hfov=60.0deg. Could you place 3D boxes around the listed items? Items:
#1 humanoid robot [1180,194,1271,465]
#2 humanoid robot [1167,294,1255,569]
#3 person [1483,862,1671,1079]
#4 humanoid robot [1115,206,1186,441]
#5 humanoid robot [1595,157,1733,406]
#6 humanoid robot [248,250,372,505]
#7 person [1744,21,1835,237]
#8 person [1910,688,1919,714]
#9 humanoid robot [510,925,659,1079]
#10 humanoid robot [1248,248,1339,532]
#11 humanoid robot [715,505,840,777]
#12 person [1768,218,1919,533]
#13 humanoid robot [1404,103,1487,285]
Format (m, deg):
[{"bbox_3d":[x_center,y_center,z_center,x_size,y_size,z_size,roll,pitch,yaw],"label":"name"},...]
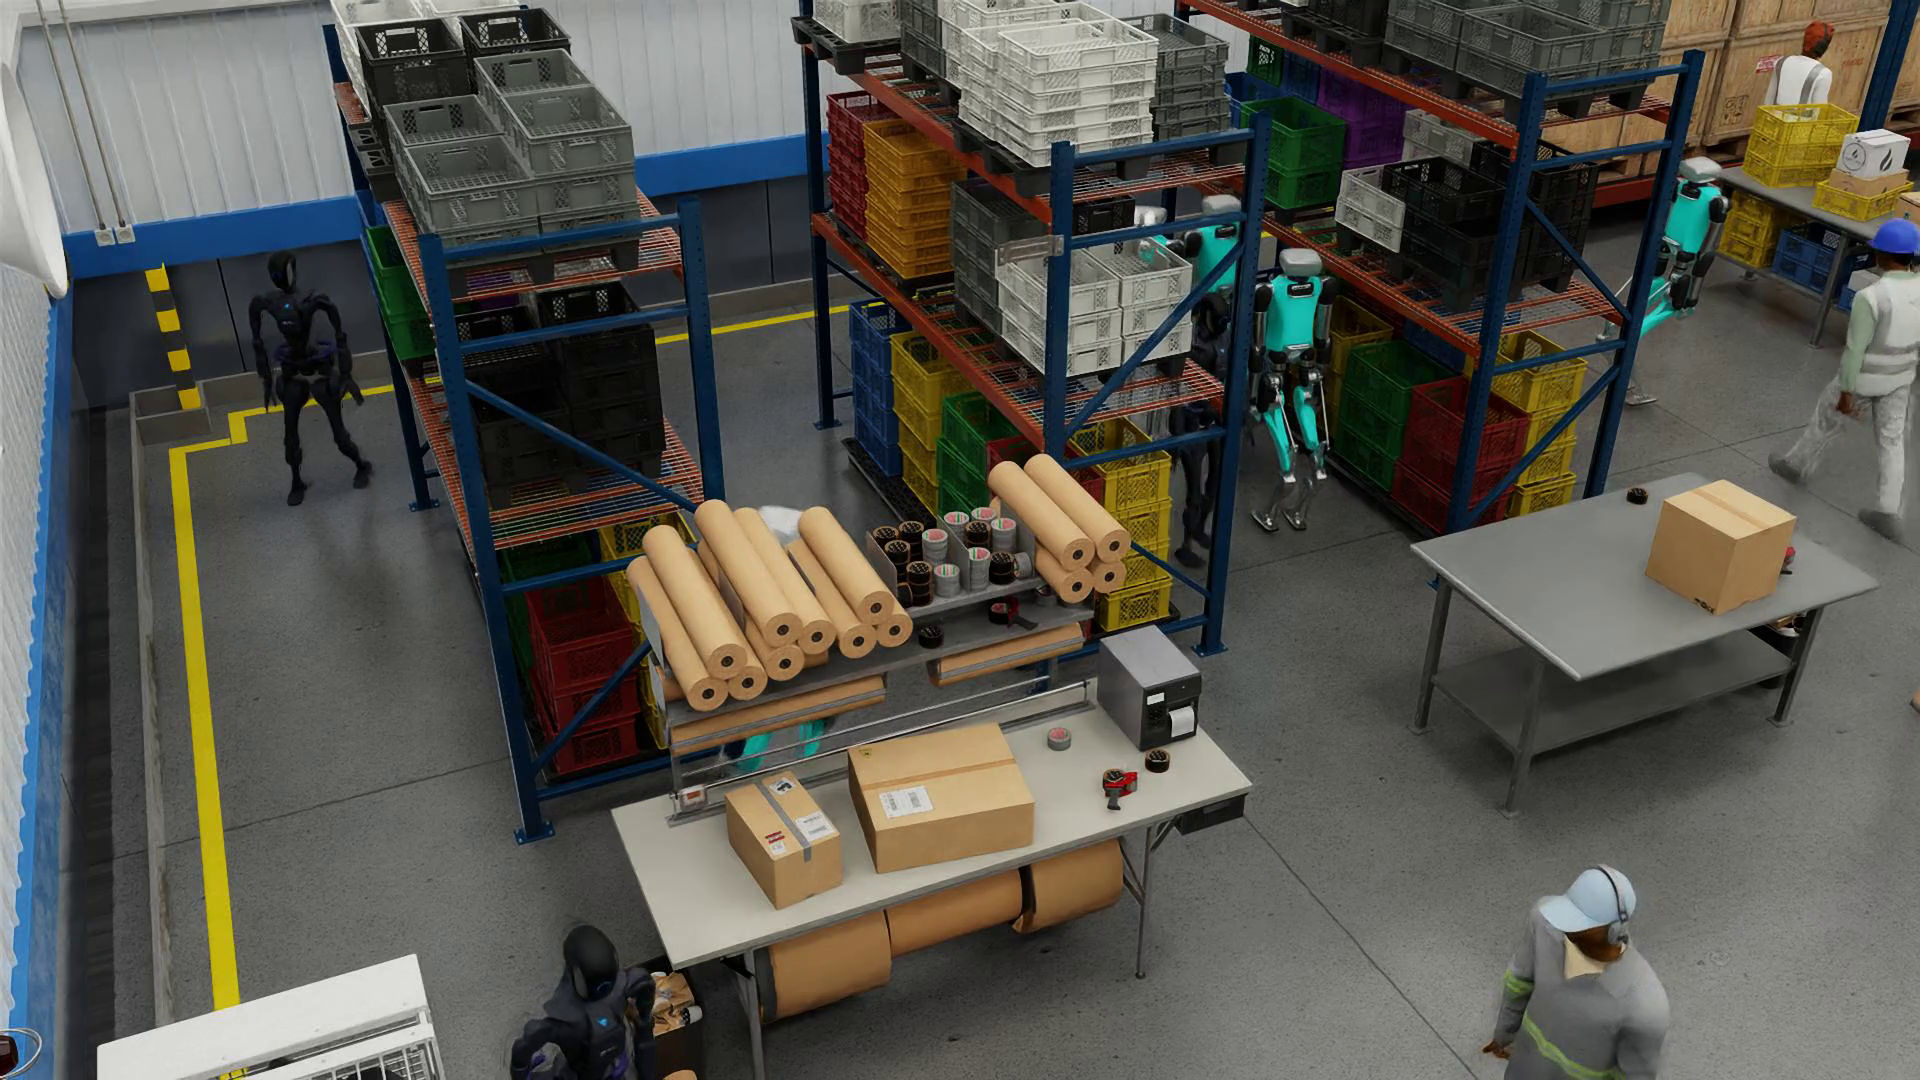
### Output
[{"bbox_3d":[1.752,-1.261,10.624,0.530,1.765,0.778,-16,35,-25],"label":"humanoid robot"},{"bbox_3d":[1.477,-0.639,9.666,0.608,1.653,0.422,-17,36,-26],"label":"humanoid robot"},{"bbox_3d":[1.976,1.796,5.543,0.396,1.850,0.596,-13,34,-20],"label":"person"},{"bbox_3d":[1.190,-1.412,10.790,0.531,1.722,0.713,8,33,13],"label":"humanoid robot"},{"bbox_3d":[4.673,-1.727,11.277,0.736,1.693,0.530,-10,33,-16],"label":"humanoid robot"},{"bbox_3d":[-4.030,-1.030,10.319,0.602,1.642,0.423,-4,32,-7],"label":"humanoid robot"},{"bbox_3d":[6.945,-3.378,13.913,0.355,1.886,0.573,-13,34,-20],"label":"person"},{"bbox_3d":[5.223,0.040,8.216,0.607,2.044,0.367,-12,34,-18],"label":"person"},{"bbox_3d":[-1.302,1.884,5.584,0.612,1.633,0.513,-27,41,-37],"label":"humanoid robot"},{"bbox_3d":[2.007,-0.808,9.836,0.530,1.745,0.689,-8,33,-13],"label":"humanoid robot"},{"bbox_3d":[-0.809,0.749,7.342,0.548,1.737,0.915,7,32,11],"label":"humanoid robot"},{"bbox_3d":[5.547,-1.023,10.097,0.609,1.891,1.039,-7,32,-10],"label":"person"},{"bbox_3d":[3.701,-2.555,12.779,0.615,1.635,0.450,17,36,26],"label":"humanoid robot"}]
